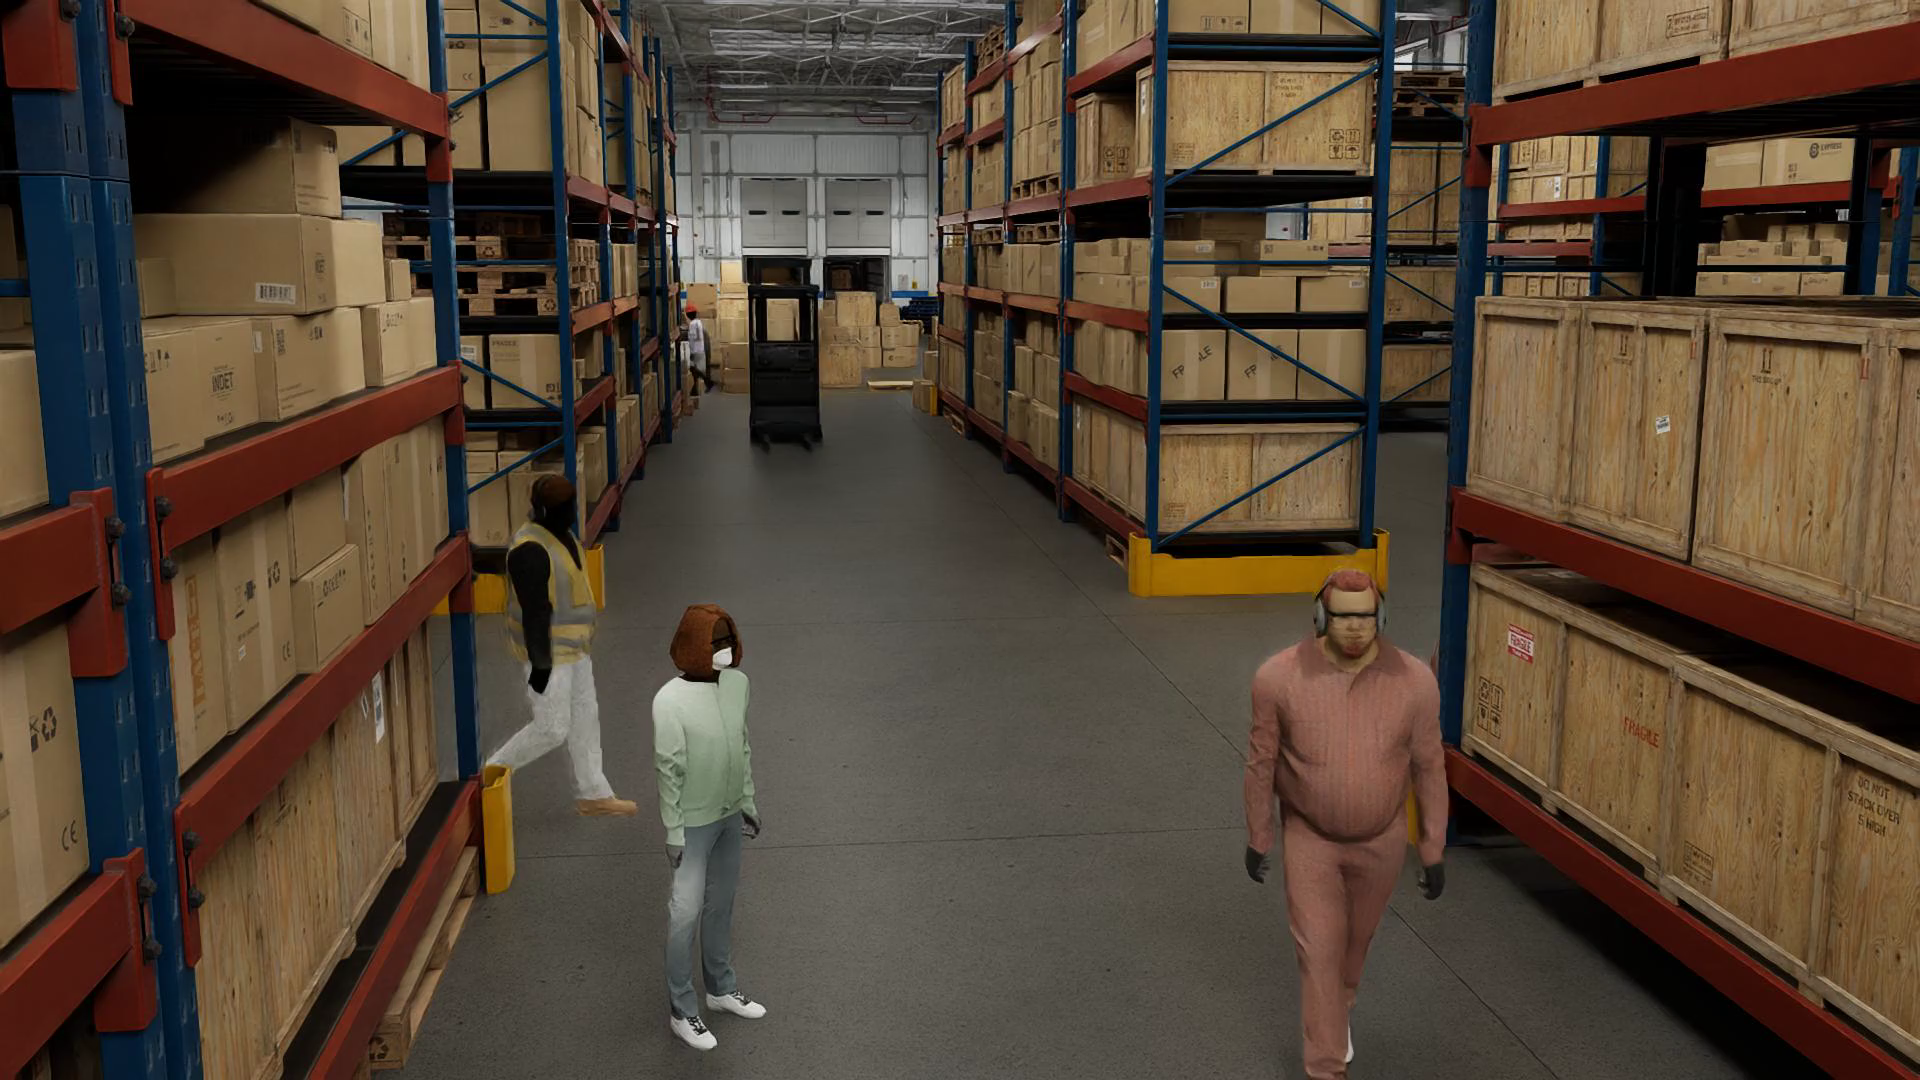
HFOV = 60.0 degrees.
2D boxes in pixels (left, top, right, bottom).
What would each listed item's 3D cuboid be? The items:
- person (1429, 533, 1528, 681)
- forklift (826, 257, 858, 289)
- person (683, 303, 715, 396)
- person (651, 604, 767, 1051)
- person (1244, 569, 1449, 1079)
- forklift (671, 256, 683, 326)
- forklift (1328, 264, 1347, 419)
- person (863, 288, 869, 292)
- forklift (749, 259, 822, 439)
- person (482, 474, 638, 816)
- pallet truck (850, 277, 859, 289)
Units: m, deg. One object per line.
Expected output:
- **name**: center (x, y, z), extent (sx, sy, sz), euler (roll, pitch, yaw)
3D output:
- **person**: center (2.654, 0.458, 8.854), extent (0.925, 1.870, 0.647), euler (-2, 10, -10)
- **forklift**: center (-3.358, -6.666, 47.375), extent (1.129, 2.768, 1.873), euler (-1, 10, -7)
- **person**: center (-5.365, -3.895, 34.061), extent (0.579, 1.912, 0.566), euler (1, 10, 7)
- **person**: center (-0.927, 1.037, 6.154), extent (0.285, 1.633, 0.500), euler (6, 11, 30)
- **person**: center (1.317, 1.013, 5.652), extent (0.664, 1.852, 0.986), euler (0, 10, 2)
- **forklift**: center (-11.330, -9.537, 64.090), extent (1.129, 2.768, 1.873), euler (-1, 10, -7)
- **forklift**: center (4.657, -2.528, 23.284), extent (1.129, 2.768, 1.873), euler (-1, 10, -7)
- **person**: center (-3.488, -8.721, 62.939), extent (0.881, 1.646, 0.598), euler (5, 11, 26)
- **forklift**: center (-2.817, -3.088, 26.545), extent (1.129, 2.768, 1.873), euler (-1, 10, -7)
- **person**: center (-2.080, 0.559, 8.399), extent (0.729, 1.818, 0.649), euler (1, 10, 6)
- **pallet truck**: center (-3.782, -9.391, 65.808), extent (1.885, 1.965, 0.823), euler (2, 10, 10)
